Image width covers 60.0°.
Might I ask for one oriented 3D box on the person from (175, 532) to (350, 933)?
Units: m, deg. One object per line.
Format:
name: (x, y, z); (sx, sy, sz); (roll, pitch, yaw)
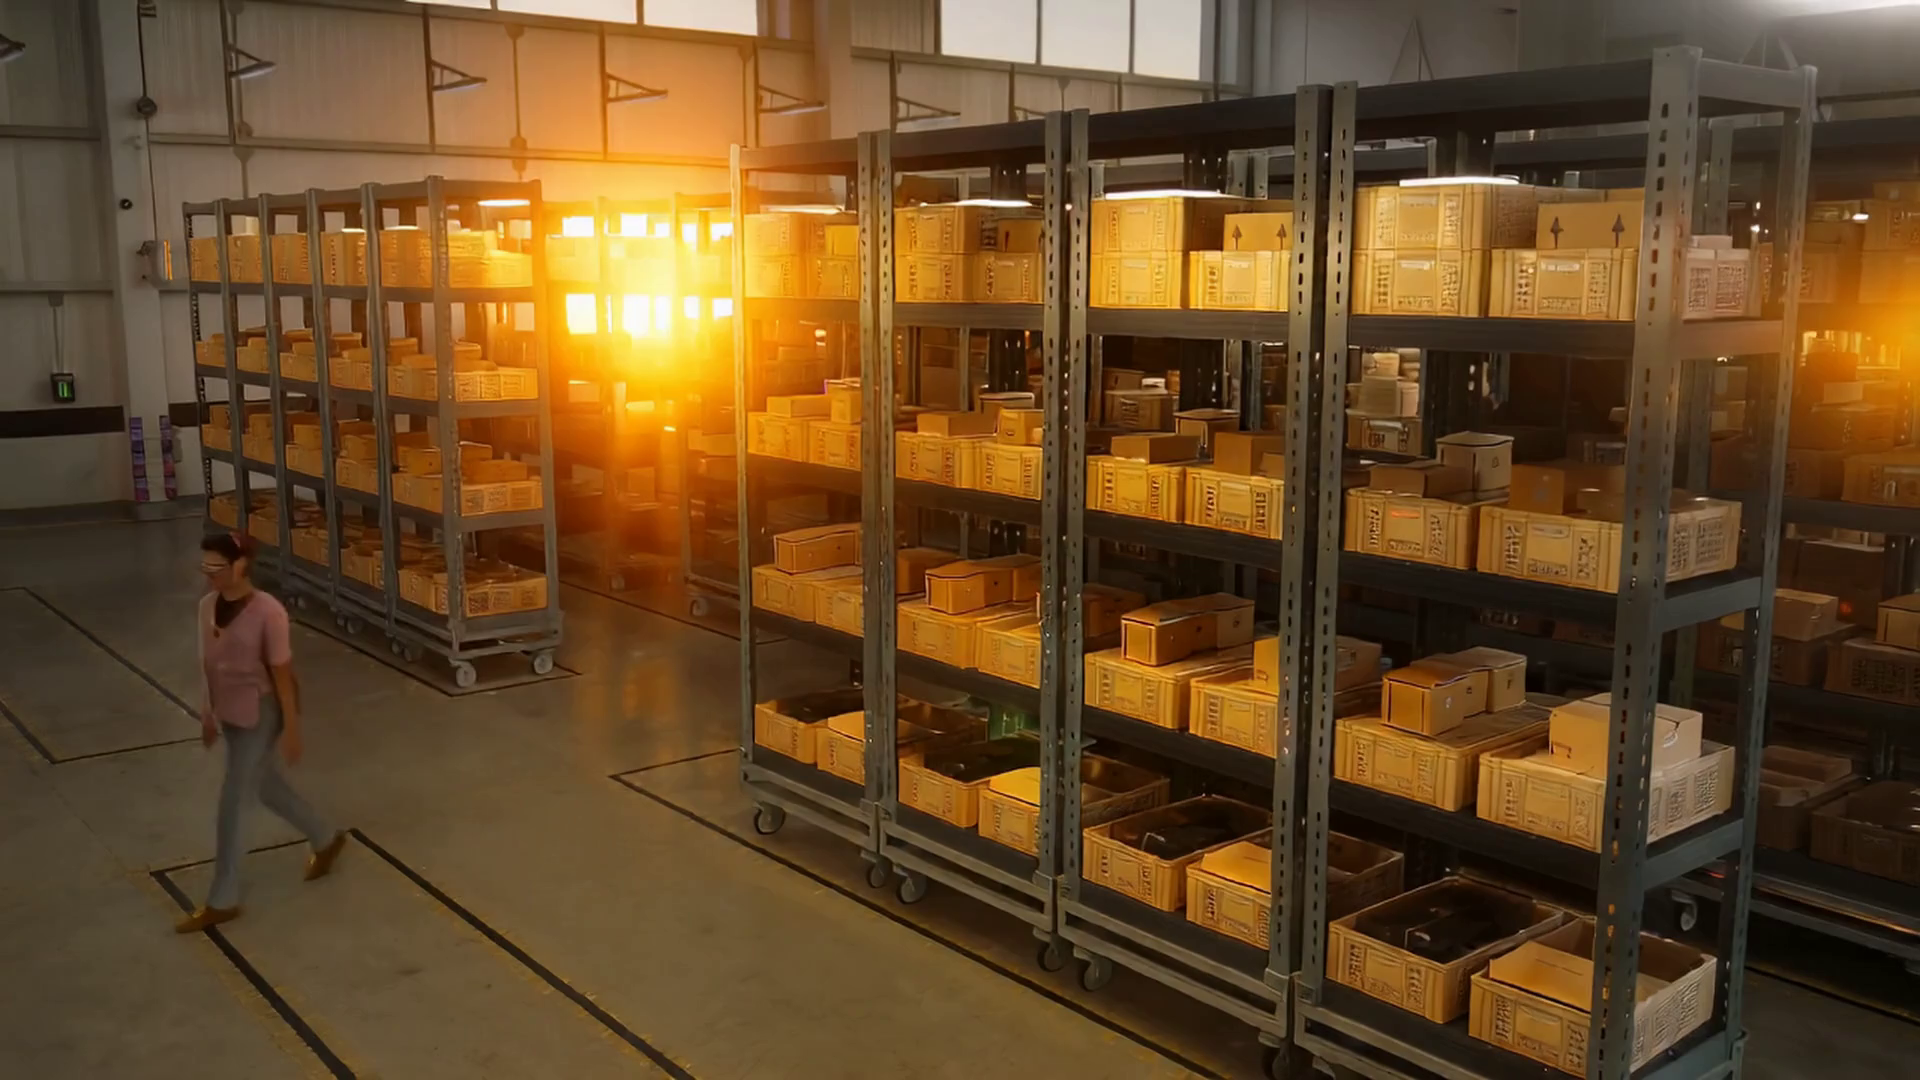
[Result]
person: (-3.292, 0.832, 7.806); (0.581, 1.810, 0.929); (7, 12, 35)
